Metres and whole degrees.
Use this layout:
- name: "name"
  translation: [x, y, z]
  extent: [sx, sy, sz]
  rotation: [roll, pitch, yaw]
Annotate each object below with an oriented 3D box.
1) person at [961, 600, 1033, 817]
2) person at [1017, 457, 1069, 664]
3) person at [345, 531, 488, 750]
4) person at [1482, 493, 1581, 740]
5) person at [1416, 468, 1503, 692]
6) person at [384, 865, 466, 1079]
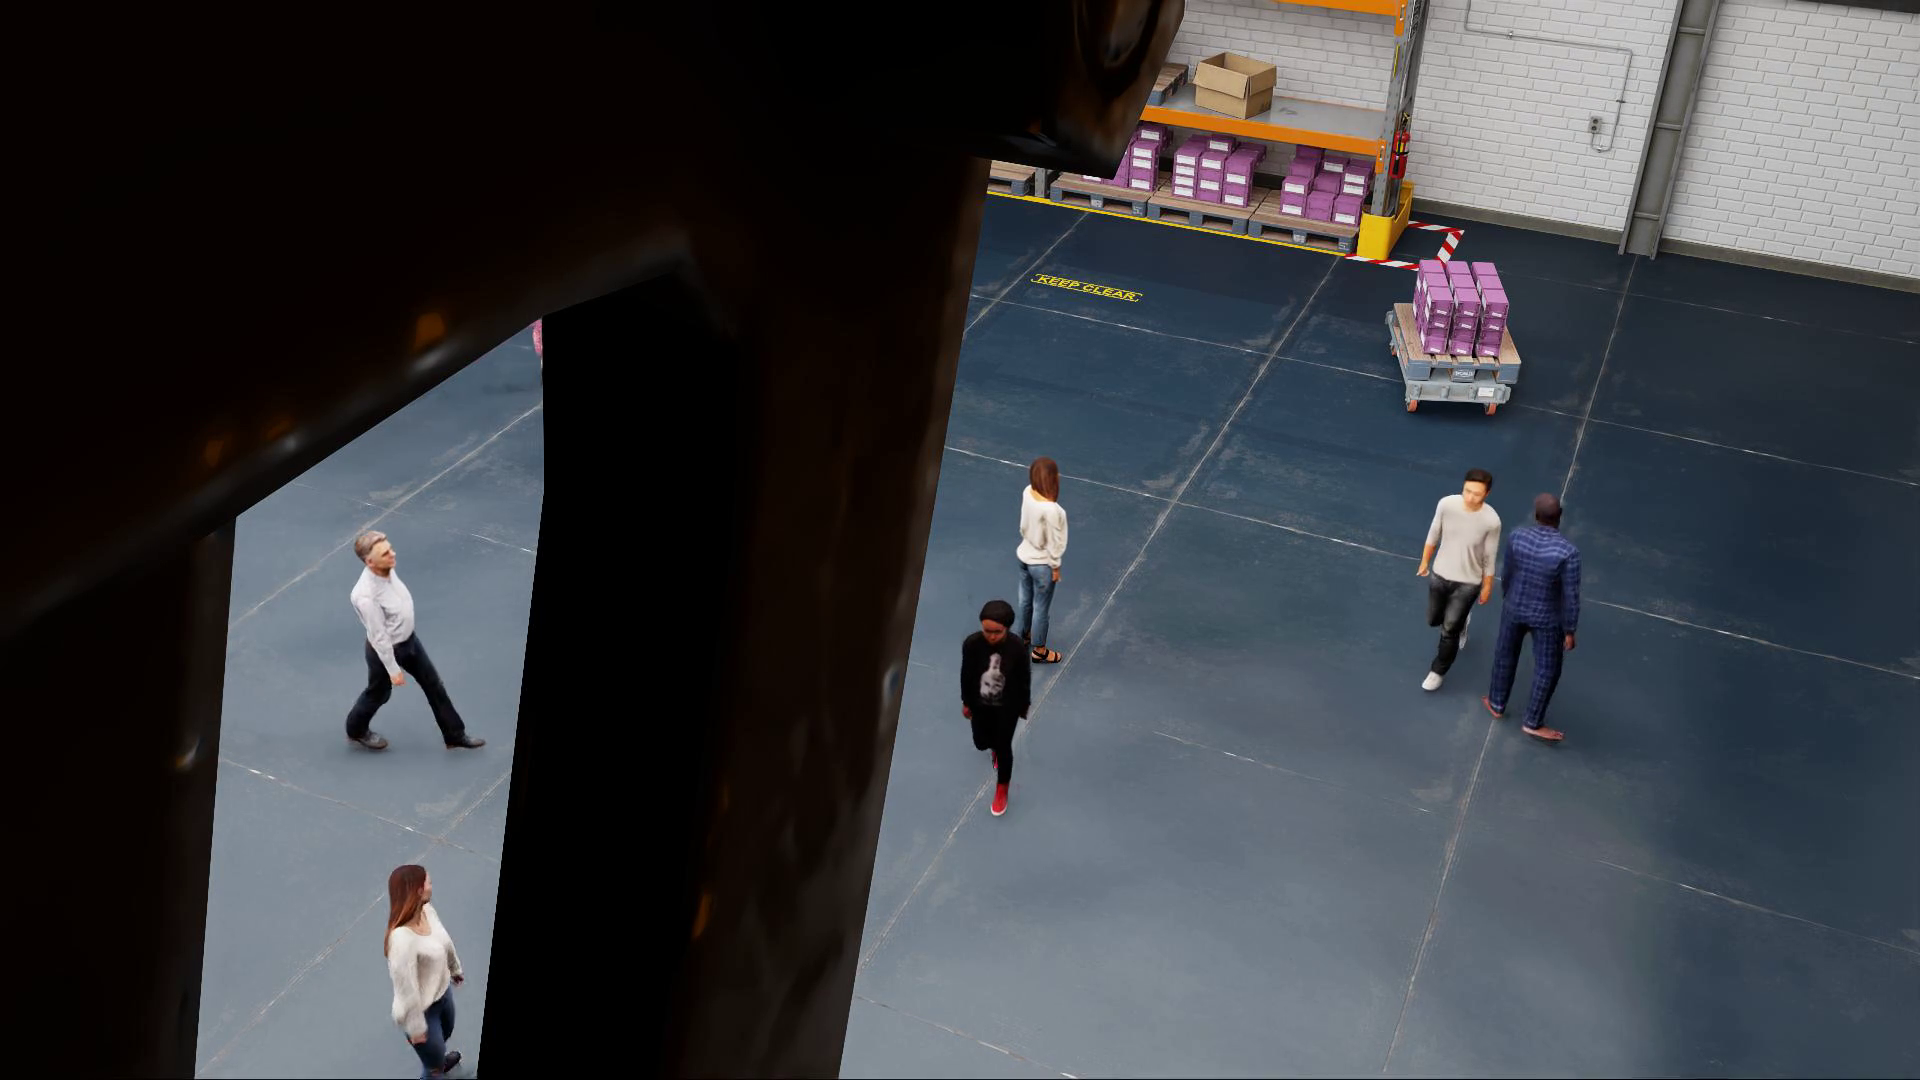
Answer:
- name: "person"
  translation: [0.235, 1.004, 10.765]
  extent: [0.830, 1.650, 0.776]
  rotation: [4, 34, 5]
- name: "person"
  translation: [0.572, 0.135, 12.044]
  extent: [0.756, 1.682, 0.683]
  rotation: [-14, 36, -20]
- name: "person"
  translation: [-3.867, 0.730, 11.067]
  extent: [1.278, 1.773, 0.926]
  rotation: [3, 34, 4]
- name: "person"
  translation: [3.925, 0.530, 11.346]
  extent: [0.955, 1.796, 0.659]
  rotation: [-24, 41, -32]
- name: "person"
  translation: [3.568, 0.217, 11.825]
  extent: [0.930, 1.787, 0.900]
  rotation: [23, 40, 30]
- name: "person"
  translation: [-2.785, 2.429, 8.604]
  extent: [0.747, 1.670, 0.807]
  rotation: [10, 35, 15]
